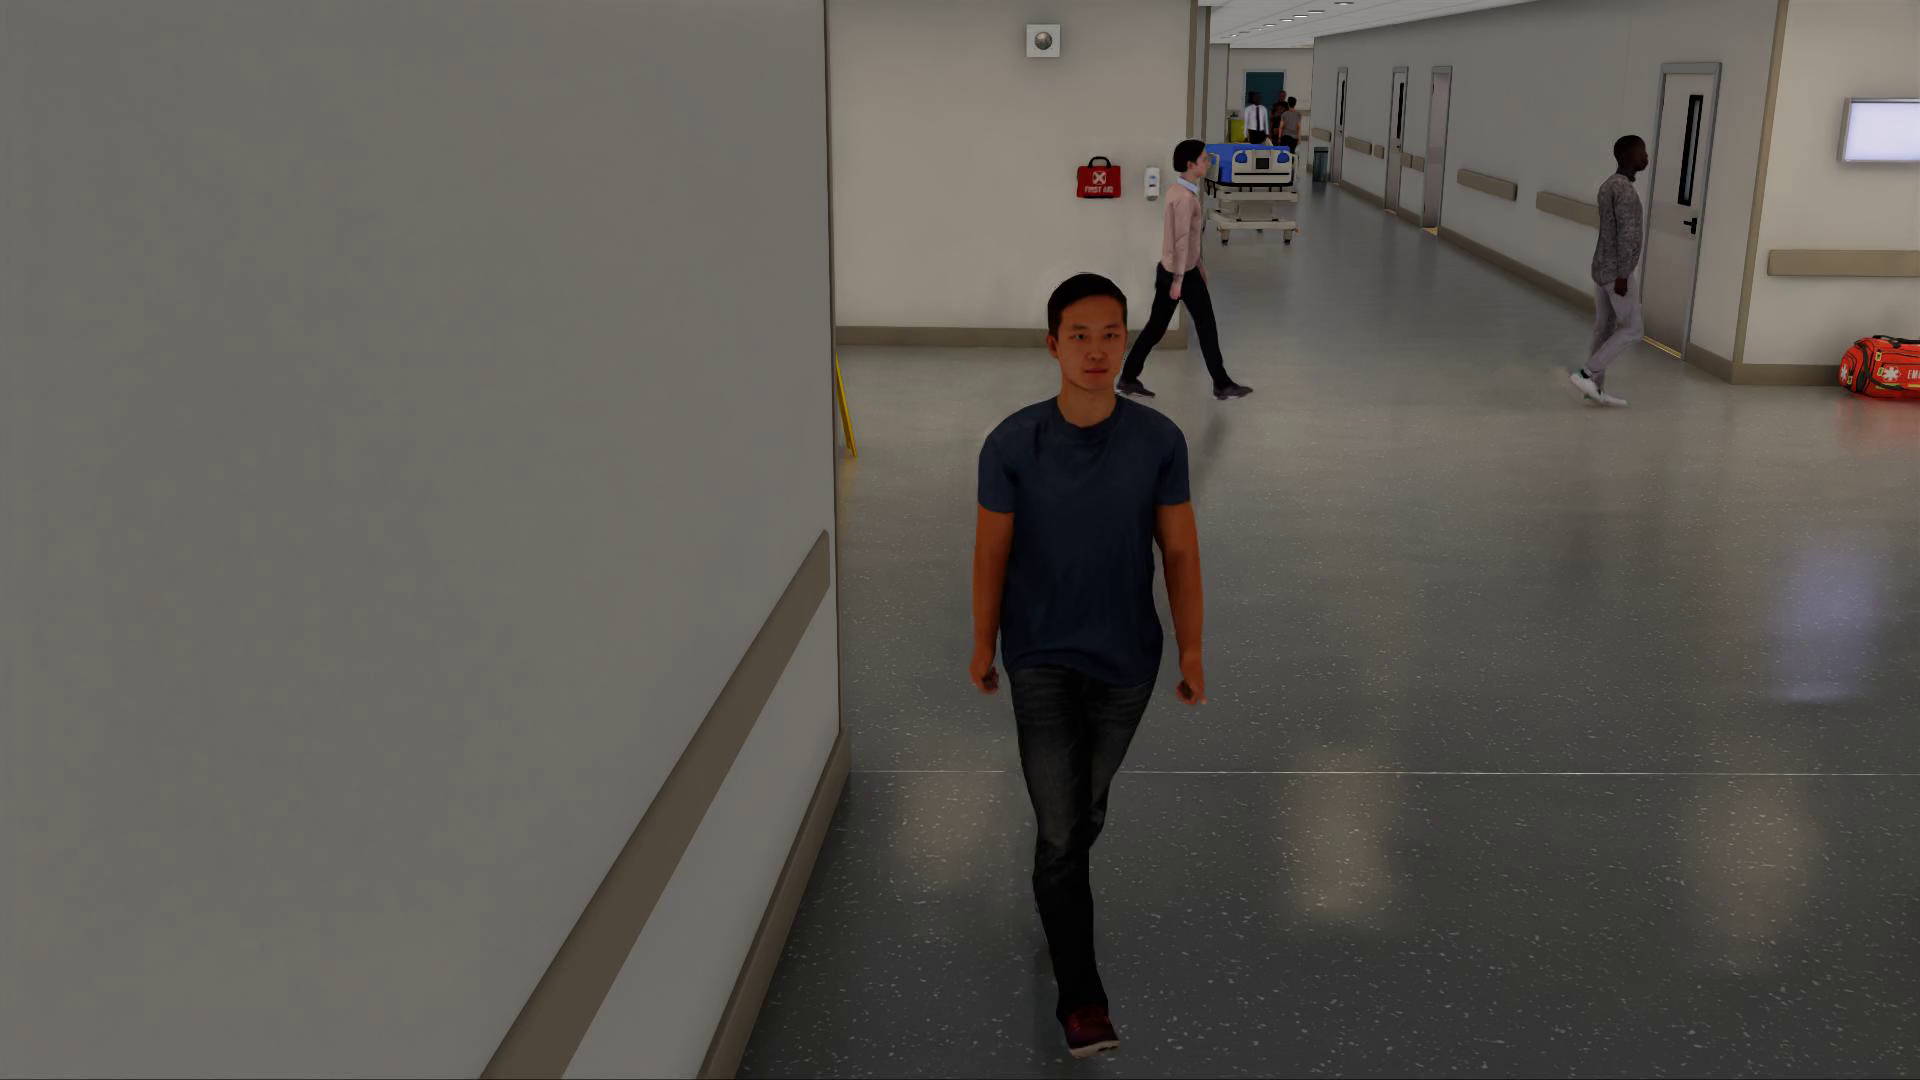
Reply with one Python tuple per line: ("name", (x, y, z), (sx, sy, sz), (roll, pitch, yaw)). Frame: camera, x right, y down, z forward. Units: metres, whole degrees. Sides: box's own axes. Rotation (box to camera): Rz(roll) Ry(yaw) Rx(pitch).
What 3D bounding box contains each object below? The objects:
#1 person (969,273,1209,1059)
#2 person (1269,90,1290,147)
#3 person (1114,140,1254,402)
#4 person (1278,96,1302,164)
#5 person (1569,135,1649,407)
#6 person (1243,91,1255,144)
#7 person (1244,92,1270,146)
("person", (0.278, 0.266, 4.055), (1.152, 1.768, 0.947), (-3, 16, -10))
("person", (7.344, -9.375, 38.108), (0.602, 1.805, 0.762), (0, 16, 0))
("person", (1.423, -1.790, 11.357), (1.231, 1.760, 0.775), (-1, 16, -5))
("person", (7.136, -8.692, 35.993), (1.052, 1.677, 0.710), (1, 16, 2))
("person", (4.350, -1.805, 11.289), (0.646, 1.827, 0.704), (2, 16, 6))
("person", (8.005, -11.400, 45.513), (0.719, 1.723, 0.692), (10, 18, 31))
("person", (6.141, -8.387, 34.705), (1.295, 1.789, 0.962), (-3, 16, -10))
